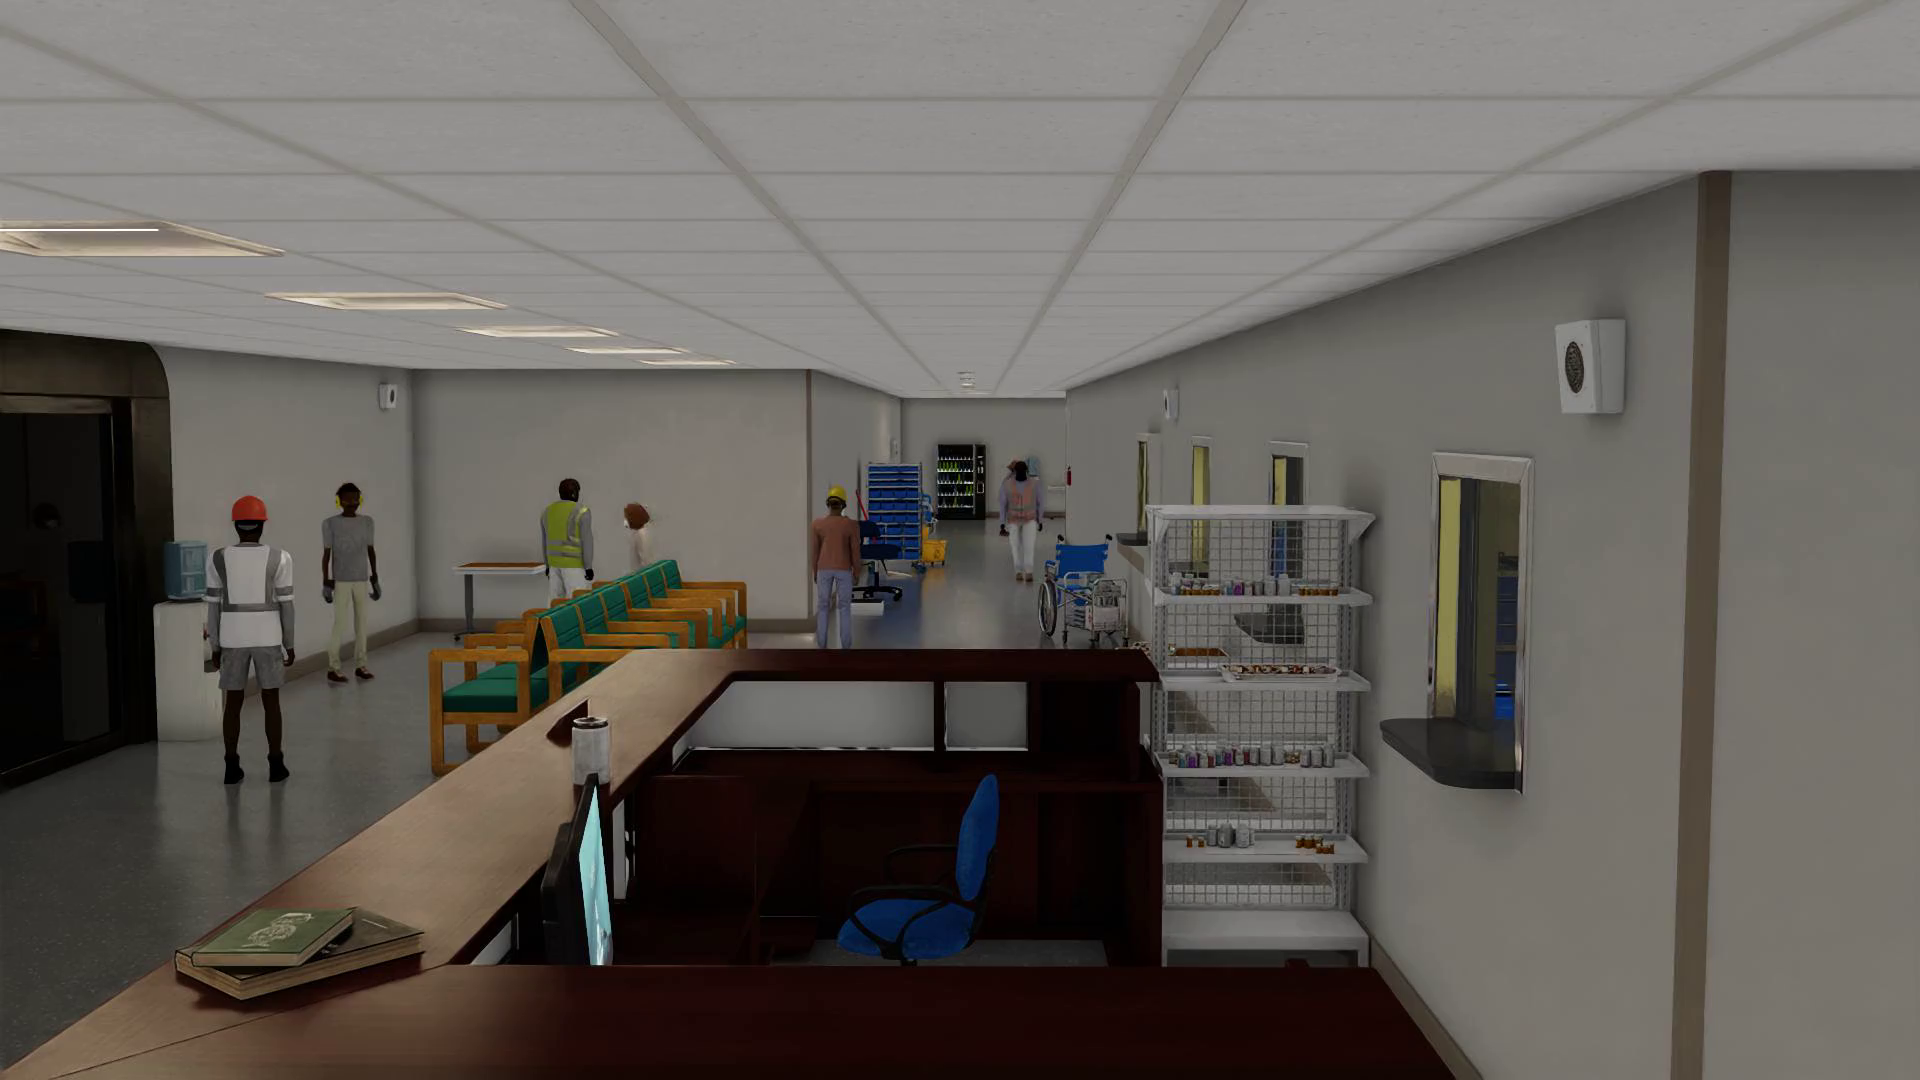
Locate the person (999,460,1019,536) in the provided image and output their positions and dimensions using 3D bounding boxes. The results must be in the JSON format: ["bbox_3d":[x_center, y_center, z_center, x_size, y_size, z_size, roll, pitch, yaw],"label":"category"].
[{"bbox_3d":[1.040,-0.877,34.955,0.494,1.595,0.519,1,4,12],"label":"person"}]

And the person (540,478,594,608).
[{"bbox_3d":[-4.112,0.268,17.461,0.643,1.833,0.431,2,5,29],"label":"person"}]

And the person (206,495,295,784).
[{"bbox_3d":[-4.744,0.664,11.155,0.546,1.929,0.387,-1,4,-13],"label":"person"}]

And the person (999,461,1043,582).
[{"bbox_3d":[0.916,-0.270,25.015,0.659,1.813,0.840,0,4,3],"label":"person"}]

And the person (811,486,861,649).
[{"bbox_3d":[-1.276,0.320,17.161,0.518,1.756,0.349,0,4,7],"label":"person"}]

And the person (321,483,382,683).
[{"bbox_3d":[-5.650,0.392,15.478,0.356,1.859,0.532,4,6,44],"label":"person"}]
